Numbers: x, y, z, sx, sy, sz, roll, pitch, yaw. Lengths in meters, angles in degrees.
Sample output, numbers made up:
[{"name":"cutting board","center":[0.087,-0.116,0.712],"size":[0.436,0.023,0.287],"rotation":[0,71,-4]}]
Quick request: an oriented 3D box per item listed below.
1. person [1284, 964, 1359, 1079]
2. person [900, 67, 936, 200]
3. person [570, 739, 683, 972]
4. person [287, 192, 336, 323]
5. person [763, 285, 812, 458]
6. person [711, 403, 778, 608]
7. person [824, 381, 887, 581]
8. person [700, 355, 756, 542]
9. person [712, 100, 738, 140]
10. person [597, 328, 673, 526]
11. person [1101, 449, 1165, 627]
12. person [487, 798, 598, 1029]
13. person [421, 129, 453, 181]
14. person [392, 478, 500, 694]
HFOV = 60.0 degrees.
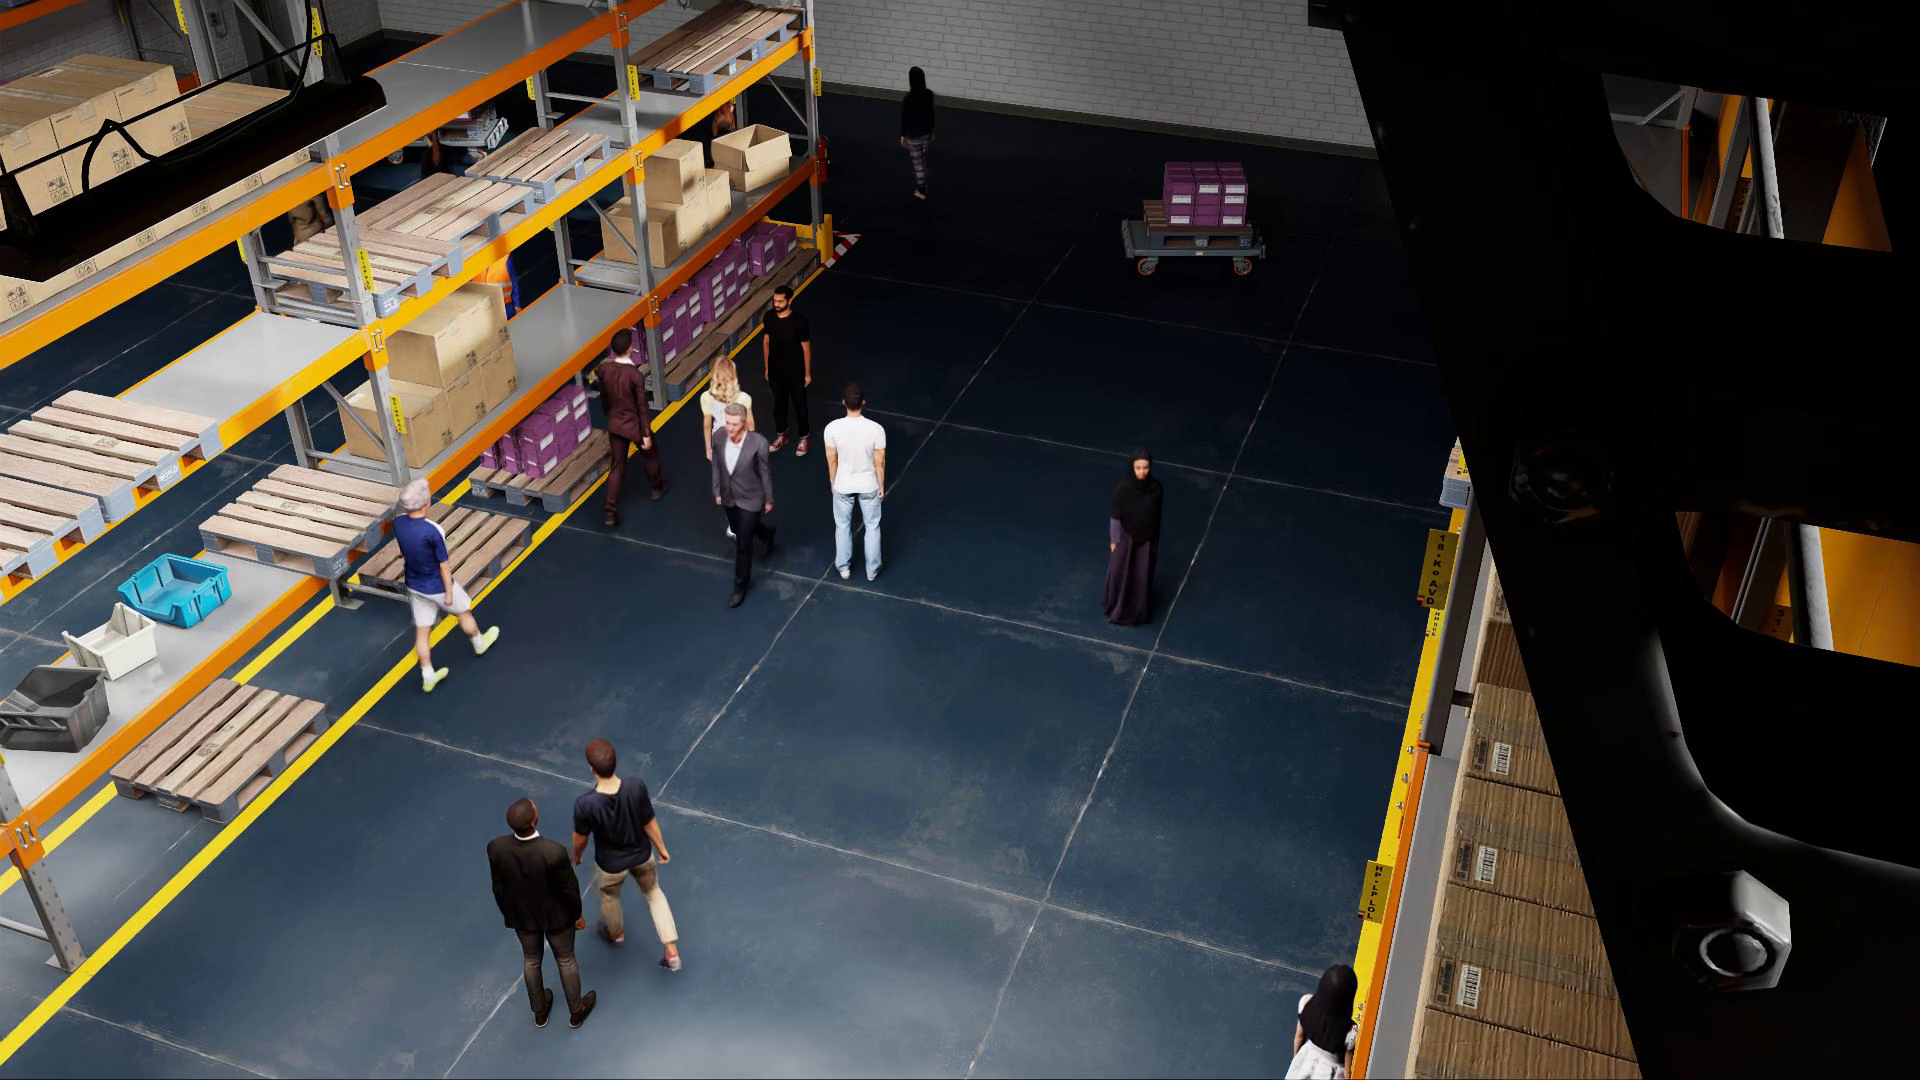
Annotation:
[{"name":"person","center":[1.964,2.976,9.047],"size":[0.795,1.769,0.774],"rotation":[-26,41,-33]},{"name":"person","center":[-0.485,-5.211,21.402],"size":[0.720,1.727,0.804],"rotation":[-22,39,-29]},{"name":"person","center":[-2.128,1.989,10.479],"size":[1.094,1.828,1.100],"rotation":[-21,39,-29]},{"name":"person","center":[-7.227,-3.333,18.515],"size":[0.798,1.797,1.100],"rotation":[16,37,23]},{"name":"person","center":[-1.654,-1.645,16.011],"size":[0.631,1.757,0.537],"rotation":[10,35,14]},{"name":"person","center":[-1.804,-0.393,14.089],"size":[0.755,1.799,1.171],"rotation":[14,36,20]},{"name":"person","center":[-0.884,-0.488,14.176],"size":[0.737,1.861,0.679],"rotation":[1,34,1]},{"name":"person","center":[-2.025,-0.789,14.777],"size":[0.770,1.697,1.136],"rotation":[8,34,11]},{"name":"person","center":[-3.021,-4.711,20.709],"size":[1.103,1.662,1.130],"rotation":[-11,35,-16]},{"name":"person","center":[-3.025,-0.972,14.932],"size":[0.678,1.830,1.188],"rotation":[12,35,17]},{"name":"person","center":[1.448,-0.045,13.735],"size":[0.719,1.611,0.747],"rotation":[-4,34,-6]},{"name":"person","center":[-2.541,2.264,10.090],"size":[0.719,1.800,0.644],"rotation":[3,34,4]},{"name":"person","center":[-6.270,-4.284,20.185],"size":[0.877,1.531,1.033],"rotation":[27,42,35]},{"name":"person","center":[-4.164,0.393,12.901],"size":[0.663,1.805,1.026],"rotation":[9,35,14]}]
